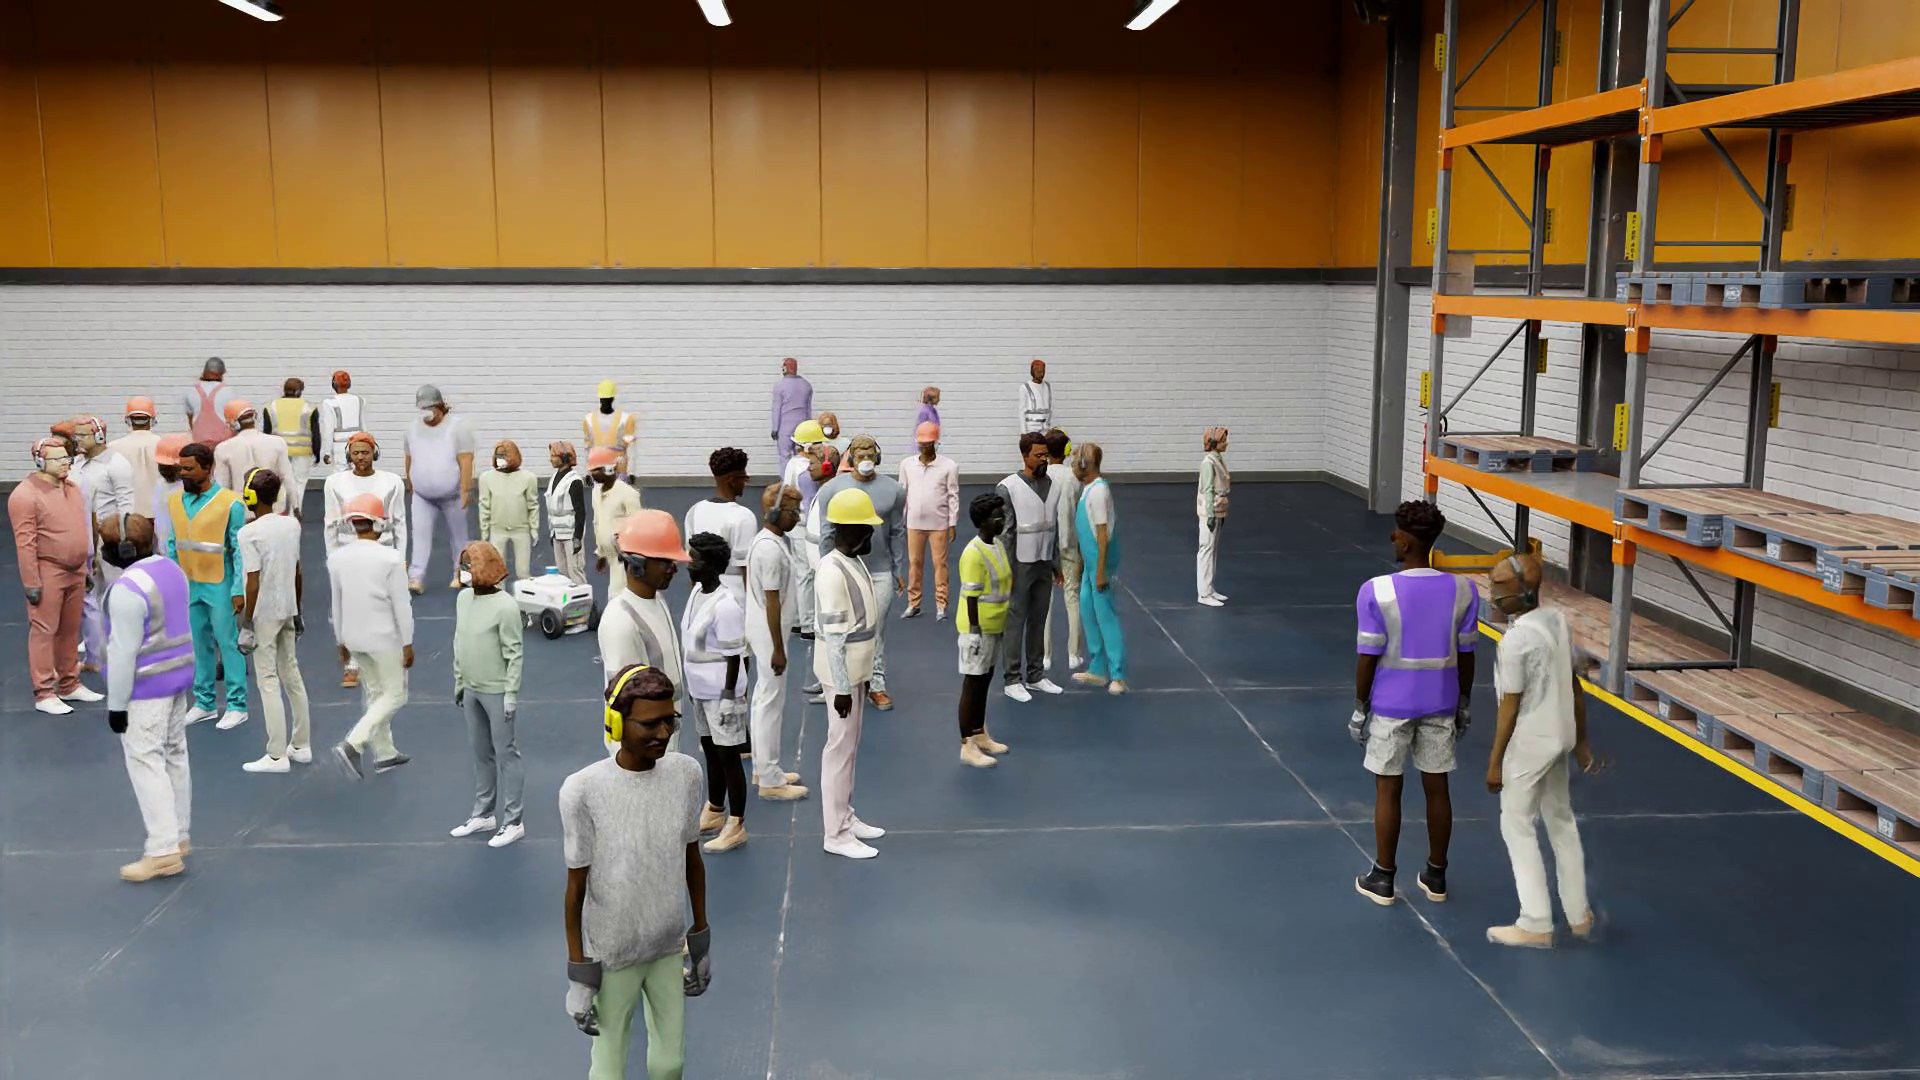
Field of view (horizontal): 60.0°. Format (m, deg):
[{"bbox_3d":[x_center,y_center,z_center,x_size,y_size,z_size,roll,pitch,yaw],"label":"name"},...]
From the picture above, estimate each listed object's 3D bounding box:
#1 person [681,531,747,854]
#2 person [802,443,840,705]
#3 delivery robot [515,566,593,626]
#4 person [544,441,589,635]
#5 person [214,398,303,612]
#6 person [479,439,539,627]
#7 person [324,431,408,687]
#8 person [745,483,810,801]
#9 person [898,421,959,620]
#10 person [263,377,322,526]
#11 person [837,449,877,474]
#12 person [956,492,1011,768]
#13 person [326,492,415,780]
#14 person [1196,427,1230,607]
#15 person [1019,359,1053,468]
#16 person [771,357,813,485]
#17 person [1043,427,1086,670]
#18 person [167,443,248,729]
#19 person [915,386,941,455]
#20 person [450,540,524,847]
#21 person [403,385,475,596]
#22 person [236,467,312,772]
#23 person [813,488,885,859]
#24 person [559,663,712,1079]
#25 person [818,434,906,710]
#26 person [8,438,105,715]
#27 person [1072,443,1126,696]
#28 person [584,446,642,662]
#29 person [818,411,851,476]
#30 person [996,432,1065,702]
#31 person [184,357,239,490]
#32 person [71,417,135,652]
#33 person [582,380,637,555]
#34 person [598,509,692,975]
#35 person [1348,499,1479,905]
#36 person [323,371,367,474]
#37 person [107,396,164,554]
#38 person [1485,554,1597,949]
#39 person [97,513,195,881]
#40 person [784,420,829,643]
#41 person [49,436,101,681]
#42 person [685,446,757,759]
[{"bbox_3d":[-1.297,0.791,8.762,0.322,1.697,0.530,-5,10,-29],"label":"person"},{"bbox_3d":[-0.917,0.236,11.786,0.389,1.846,0.566,-2,9,-11],"label":"person"},{"bbox_3d":[-3.444,0.466,14.088,0.707,0.478,0.477,7,12,37],"label":"delivery robot"},{"bbox_3d":[-3.325,-0.025,14.068,0.308,1.639,0.524,-7,11,-38],"label":"person"},{"bbox_3d":[-6.152,-0.268,14.607,0.671,1.953,0.433,-4,10,-22],"label":"person"},{"bbox_3d":[-3.857,-0.052,14.264,0.501,1.631,0.287,-2,9,-10],"label":"person"},{"bbox_3d":[-4.375,0.141,12.268,0.572,1.883,0.355,-3,10,-19],"label":"person"},{"bbox_3d":[-1.073,0.582,9.644,0.351,1.836,0.505,-2,9,-11],"label":"person"},{"bbox_3d":[-0.289,-0.169,14.612,0.569,1.753,0.325,2,9,14],"label":"person"},{"bbox_3d":[-7.994,-1.046,19.959,0.649,1.808,0.512,-2,9,-11],"label":"person"},{"bbox_3d":[-0.754,0.192,12.344,0.327,1.753,0.562,-1,9,-3],"label":"person"},{"bbox_3d":[0.150,0.544,10.319,0.321,1.696,0.536,3,10,19],"label":"person"},{"bbox_3d":[-3.537,0.581,9.969,0.577,1.728,0.576,4,10,26],"label":"person"},{"bbox_3d":[2.327,-0.221,15.300,0.309,1.641,0.513,3,9,17],"label":"person"},{"bbox_3d":[1.052,-1.539,22.839,0.583,1.879,0.365,-8,12,-41],"label":"person"},{"bbox_3d":[-2.338,-1.563,22.935,0.635,1.899,0.404,-8,12,-42],"label":"person"},{"bbox_3d":[0.737,0.069,12.771,0.520,1.868,0.332,0,9,-2],"label":"person"},{"bbox_3d":[-5.034,0.302,11.145,0.596,1.918,0.382,3,9,17],"label":"person"},{"bbox_3d":[-0.424,-1.152,21.215,0.460,1.623,0.505,3,10,21],"label":"person"},{"bbox_3d":[-2.520,0.809,8.852,0.498,1.634,0.280,7,11,36],"label":"person"},{"bbox_3d":[-4.957,-0.495,15.767,0.695,2.000,0.980,0,9,-1],"label":"person"},{"bbox_3d":[-4.212,0.486,10.145,0.314,1.869,0.535,3,9,16],"label":"person"},{"bbox_3d":[-0.577,0.685,8.713,0.366,1.927,0.585,1,9,5],"label":"person"},{"bbox_3d":[-0.983,1.291,5.134,0.509,1.860,0.333,-8,12,-40],"label":"person"},{"bbox_3d":[-0.669,0.230,11.532,0.627,1.940,0.376,-3,10,-18],"label":"person"},{"bbox_3d":[-6.267,0.238,11.581,0.399,1.909,0.642,1,9,7],"label":"person"},{"bbox_3d":[1.018,0.210,12.118,0.370,1.803,0.715,-1,9,-5],"label":"person"},{"bbox_3d":[-2.602,0.089,13.149,0.704,1.708,0.569,-7,11,-36],"label":"person"},{"bbox_3d":[-1.356,-0.512,17.151,0.507,1.631,0.268,-1,9,-6],"label":"person"},{"bbox_3d":[0.504,0.177,11.930,0.593,1.920,0.391,-9,13,-44],"label":"person"},{"bbox_3d":[-9.324,-1.320,20.944,0.698,2.000,0.968,0,9,-2],"label":"person"},{"bbox_3d":[-6.868,-0.028,13.258,0.639,1.908,0.409,4,10,23],"label":"person"},{"bbox_3d":[-3.839,-0.823,18.306,0.597,1.893,0.884,0,9,3],"label":"person"},{"bbox_3d":[-1.324,0.880,7.138,0.379,2.040,0.607,0,9,2],"label":"person"},{"bbox_3d":[2.173,0.779,7.996,0.612,1.966,0.361,-1,9,-7],"label":"person"},{"bbox_3d":[-7.400,-1.095,20.022,0.345,1.882,0.584,6,11,34],"label":"person"},{"bbox_3d":[-6.999,-0.246,14.345,0.622,1.992,0.396,-5,10,-27],"label":"person"},{"bbox_3d":[2.642,0.943,7.491,0.688,1.801,0.430,-7,12,-38],"label":"person"},{"bbox_3d":[-4.129,0.769,8.488,0.432,1.841,0.687,0,9,0],"label":"person"},{"bbox_3d":[-1.252,-0.074,13.770,0.404,1.834,0.591,-3,9,-17],"label":"person"},{"bbox_3d":[-6.677,0.135,12.469,0.355,1.835,0.516,3,9,16],"label":"person"},{"bbox_3d":[-1.467,0.388,10.453,0.609,1.965,0.369,8,12,41],"label":"person"}]
